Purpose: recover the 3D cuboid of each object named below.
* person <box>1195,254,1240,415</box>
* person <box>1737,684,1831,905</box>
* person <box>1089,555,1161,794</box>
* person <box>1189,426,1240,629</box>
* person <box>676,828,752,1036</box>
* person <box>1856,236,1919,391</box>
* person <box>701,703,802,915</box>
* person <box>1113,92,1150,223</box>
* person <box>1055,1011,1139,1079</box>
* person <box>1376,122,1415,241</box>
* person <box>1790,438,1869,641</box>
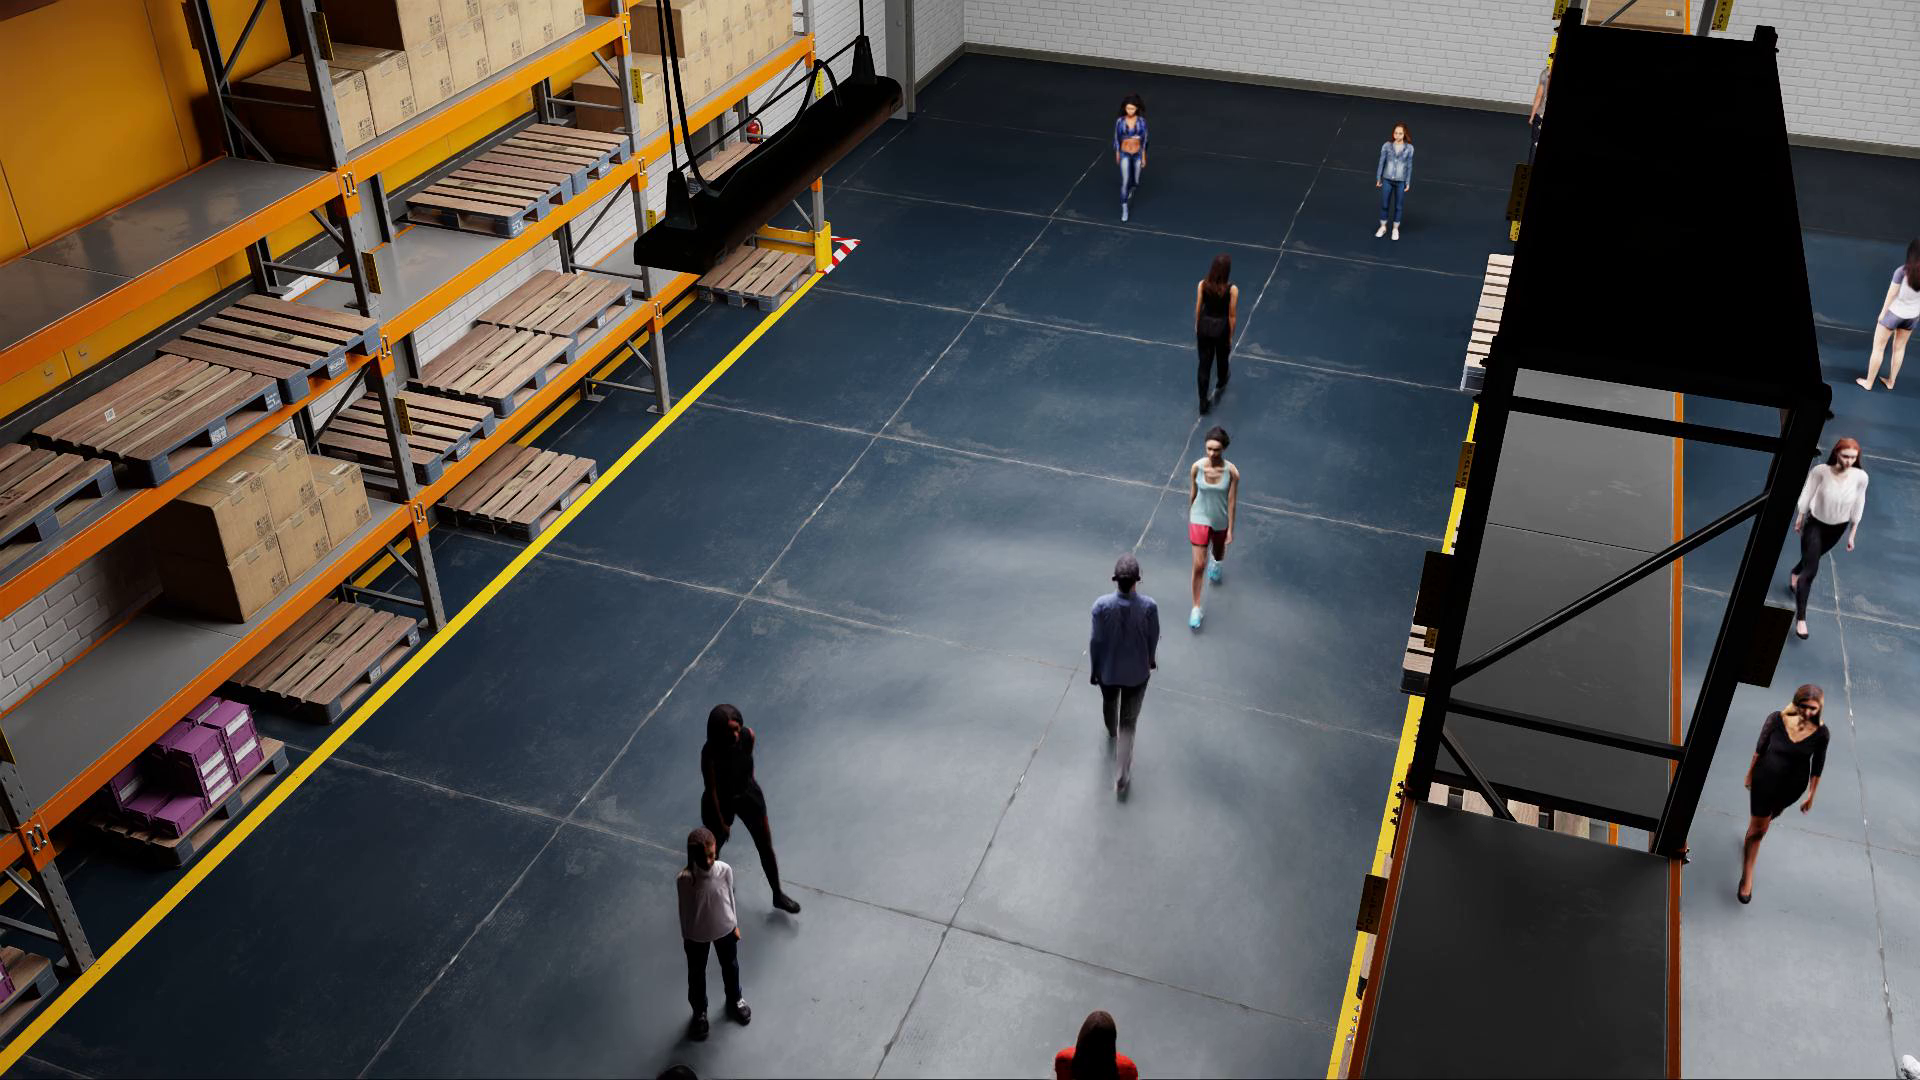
[{"bbox_3d":[2.555,-2.061,16.885,0.610,1.657,1.020,12,35,17],"label":"person"},{"bbox_3d":[5.601,1.626,11.359,0.577,1.634,1.019,13,36,19],"label":"person"},{"bbox_3d":[1.188,1.004,12.112,0.806,1.836,1.220,4,34,7],"label":"person"},{"bbox_3d":[2.128,-0.170,13.971,0.661,1.732,1.176,8,34,11],"label":"person"},{"bbox_3d":[-1.546,2.387,10.284,0.626,1.555,0.684,-14,36,-20],"label":"person"},{"bbox_3d":[9.773,-2.355,17.283,0.660,1.706,0.663,-4,34,-7],"label":"person"},{"bbox_3d":[-1.587,1.737,11.128,0.961,1.704,1.063,28,42,35],"label":"person"},{"bbox_3d":[2.190,-4.911,21.227,0.776,1.597,1.036,2,34,3],"label":"person"},{"bbox_3d":[0.704,3.207,8.944,0.600,1.674,0.732,10,35,15],"label":"person"},{"bbox_3d":[5.413,-4.485,20.694,0.561,1.477,0.506,11,35,16],"label":"person"},{"bbox_3d":[7.202,-0.113,13.906,0.722,1.709,1.202,7,34,10],"label":"person"}]
